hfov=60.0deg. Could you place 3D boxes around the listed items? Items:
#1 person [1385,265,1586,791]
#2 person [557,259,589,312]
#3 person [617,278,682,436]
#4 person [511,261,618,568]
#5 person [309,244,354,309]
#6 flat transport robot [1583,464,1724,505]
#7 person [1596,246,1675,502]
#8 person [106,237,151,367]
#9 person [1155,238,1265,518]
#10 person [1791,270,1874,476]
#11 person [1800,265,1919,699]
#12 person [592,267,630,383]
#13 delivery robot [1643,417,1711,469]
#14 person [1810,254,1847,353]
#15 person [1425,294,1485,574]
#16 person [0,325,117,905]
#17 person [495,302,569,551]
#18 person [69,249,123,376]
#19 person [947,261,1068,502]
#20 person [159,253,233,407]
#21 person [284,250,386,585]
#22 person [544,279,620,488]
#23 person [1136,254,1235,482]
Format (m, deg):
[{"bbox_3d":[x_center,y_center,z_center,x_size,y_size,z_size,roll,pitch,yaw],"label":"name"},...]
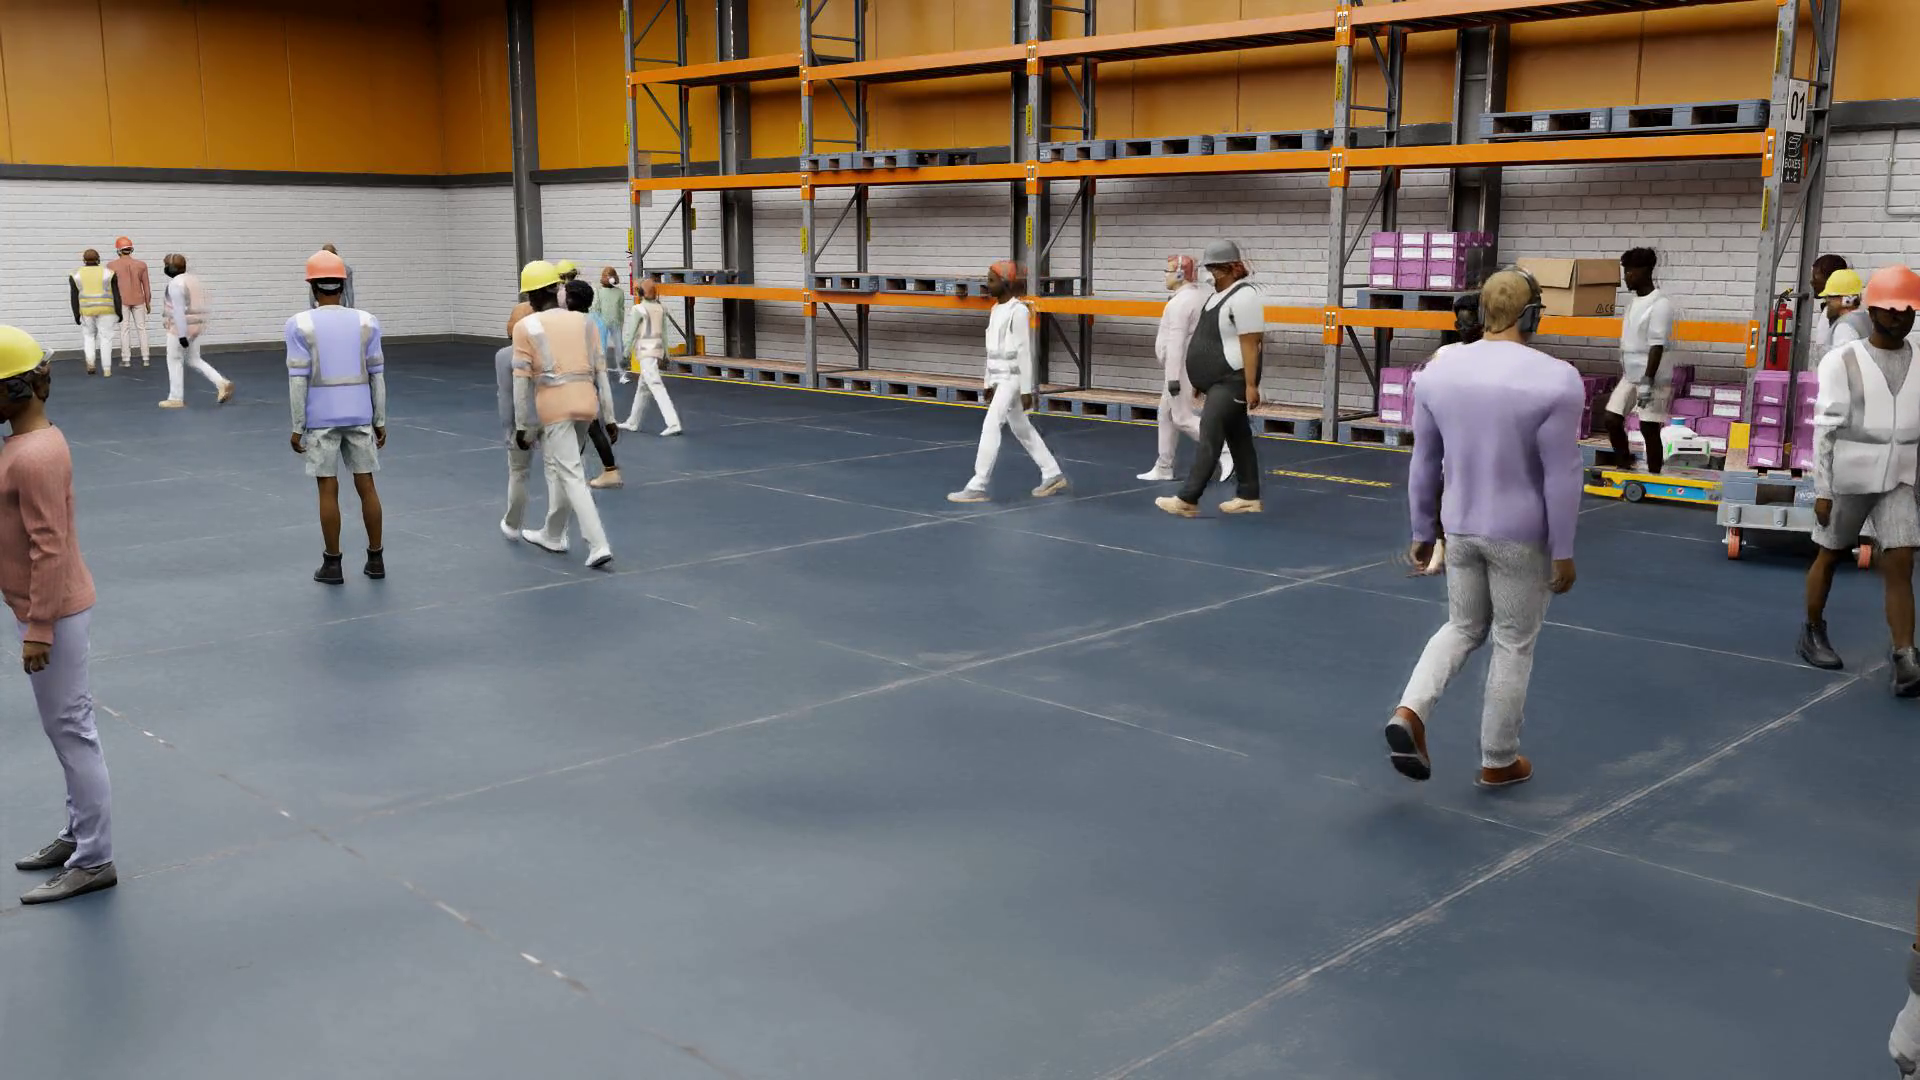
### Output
[{"bbox_3d":[1.869,-0.010,5.928,0.640,1.922,0.633,-9,14,-40],"label":"person"},{"bbox_3d":[-4.443,-2.372,19.269,0.682,1.745,0.531,8,13,38],"label":"person"},{"bbox_3d":[-3.168,-1.854,16.885,0.877,1.594,0.517,4,11,21],"label":"person"},{"bbox_3d":[-2.428,-0.774,10.272,1.016,1.873,0.633,9,13,39],"label":"person"},{"bbox_3d":[-9.730,-3.637,25.801,0.641,1.898,1.022,-8,13,-36],"label":"person"},{"bbox_3d":[5.558,-0.406,12.590,0.652,0.197,1.431,-10,14,-43],"label":"flat transport robot"},{"bbox_3d":[5.108,-1.230,12.549,0.578,1.933,0.622,-1,10,-6],"label":"person"},{"bbox_3d":[-12.841,-3.678,25.717,0.622,1.996,0.370,-8,13,-39],"label":"person"},{"bbox_3d":[1.796,-1.180,11.977,0.941,2.000,0.706,-1,10,-7],"label":"person"},{"bbox_3d":[6.262,-1.036,11.916,0.952,1.777,0.603,8,13,36],"label":"person"},{"bbox_3d":[4.077,-0.267,7.415,0.564,1.878,1.037,0,10,2],"label":"person"},{"bbox_3d":[-4.858,-2.970,22.975,0.501,1.592,0.862,-6,12,-30],"label":"person"},{"bbox_3d":[5.771,-0.744,13.401,0.477,0.478,0.707,1,11,7],"label":"delivery robot"},{"bbox_3d":[6.481,-1.128,12.098,0.673,1.892,0.611,5,12,27],"label":"person"},{"bbox_3d":[3.006,-0.606,9.858,0.537,1.673,0.583,7,12,33],"label":"person"},{"bbox_3d":[-2.821,0.225,5.091,0.322,1.761,0.522,-6,12,-29],"label":"person"},{"bbox_3d":[-2.767,-0.741,10.811,0.510,1.591,0.838,-6,12,-31],"label":"person"},{"bbox_3d":[-12.432,-3.272,23.985,0.644,1.829,0.463,-4,11,-19],"label":"person"},{"bbox_3d":[0.403,-1.214,12.732,0.983,1.842,0.594,-3,11,-15],"label":"person"},{"bbox_3d":[-9.081,-2.467,19.618,0.746,1.818,0.626,0,10,2],"label":"person"},{"bbox_3d":[-3.639,-0.711,9.709,0.552,1.932,0.377,-8,13,-36],"label":"person"},{"bbox_3d":[-3.058,-1.246,13.342,0.714,1.664,0.549,2,11,10],"label":"person"},{"bbox_3d":[1.886,-1.381,13.549,0.820,1.880,0.640,3,11,18],"label":"person"}]
